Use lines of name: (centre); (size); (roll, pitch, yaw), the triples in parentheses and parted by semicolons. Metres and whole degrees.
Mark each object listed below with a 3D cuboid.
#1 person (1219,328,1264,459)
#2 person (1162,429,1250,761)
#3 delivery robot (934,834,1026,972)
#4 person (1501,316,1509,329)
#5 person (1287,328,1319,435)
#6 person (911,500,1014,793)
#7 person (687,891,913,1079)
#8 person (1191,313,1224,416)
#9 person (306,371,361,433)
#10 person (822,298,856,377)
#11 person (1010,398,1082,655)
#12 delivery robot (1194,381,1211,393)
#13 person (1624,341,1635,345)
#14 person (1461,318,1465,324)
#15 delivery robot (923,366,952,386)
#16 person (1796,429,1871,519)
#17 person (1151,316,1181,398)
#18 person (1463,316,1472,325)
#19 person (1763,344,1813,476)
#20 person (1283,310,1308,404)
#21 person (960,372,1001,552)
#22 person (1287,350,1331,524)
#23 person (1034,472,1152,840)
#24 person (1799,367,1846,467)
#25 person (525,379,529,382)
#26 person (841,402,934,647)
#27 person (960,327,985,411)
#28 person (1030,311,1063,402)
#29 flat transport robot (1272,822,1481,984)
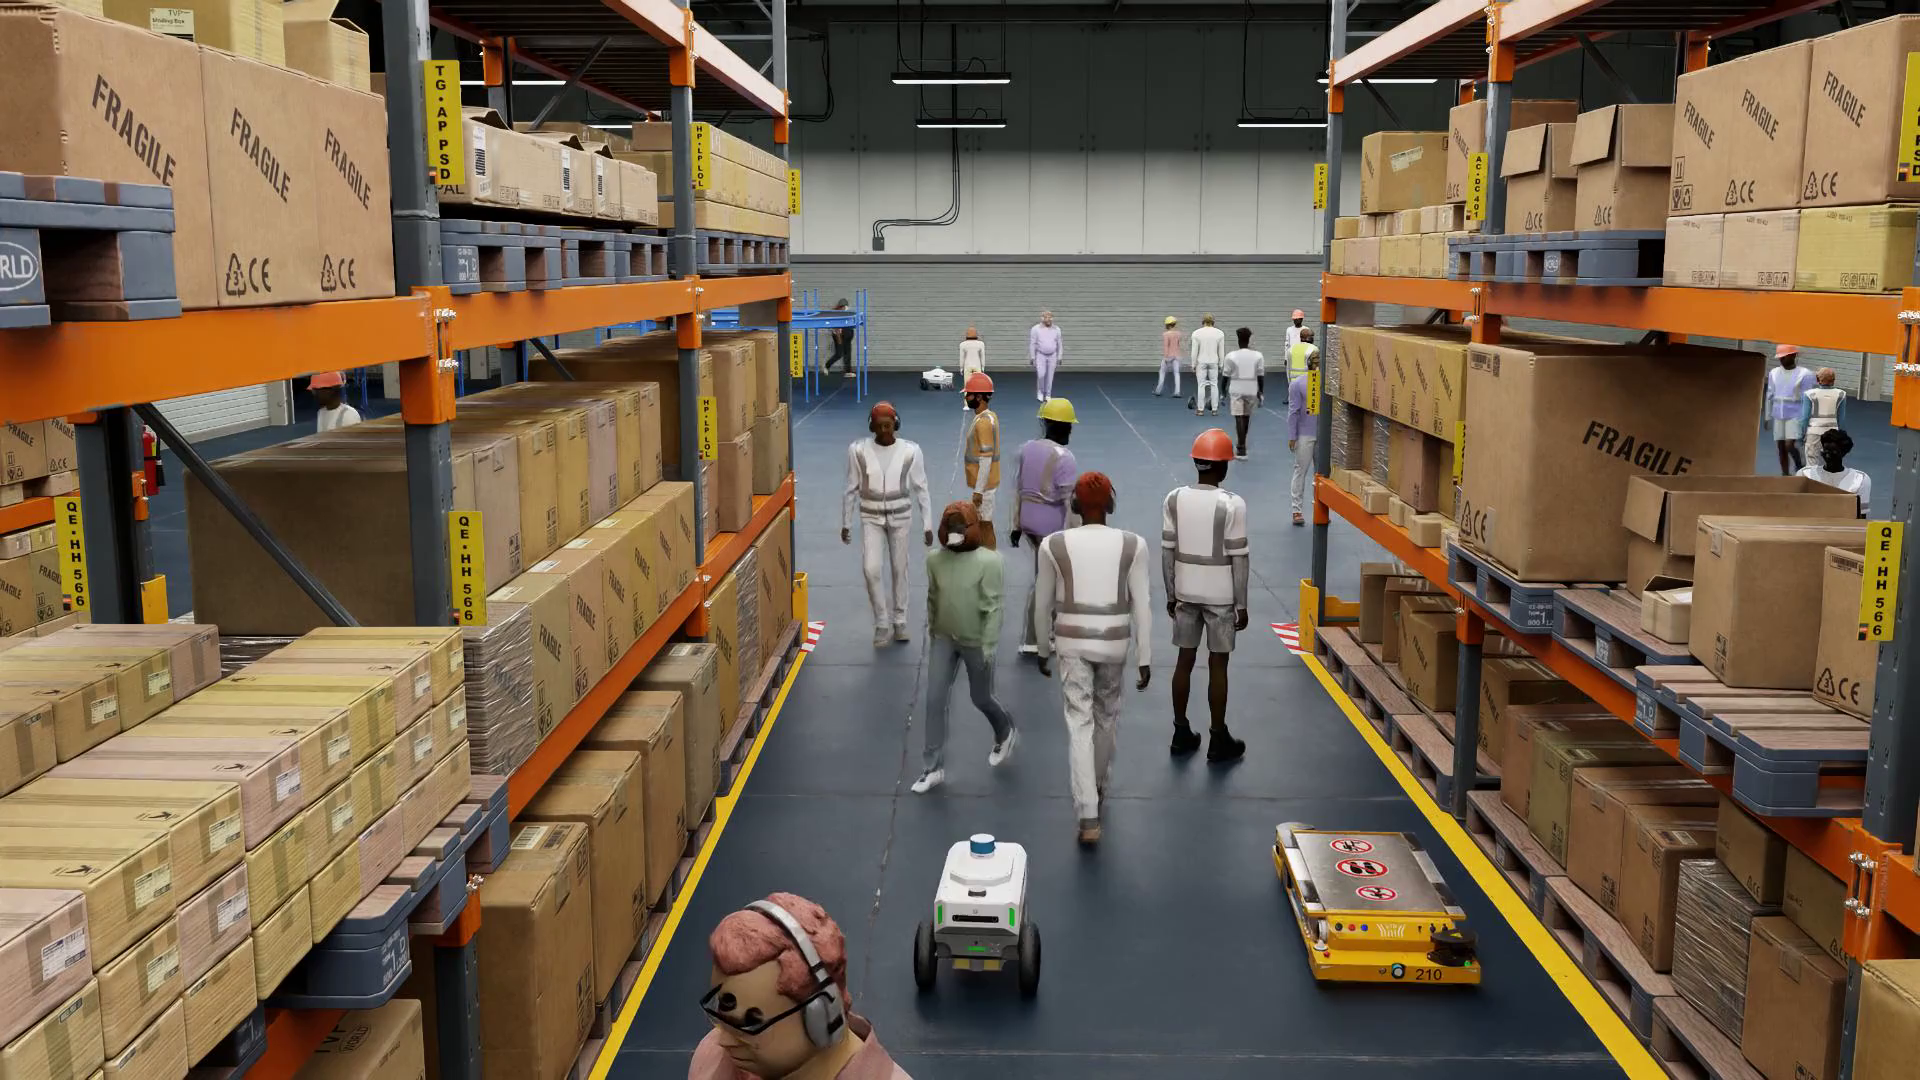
person: (4.180, -2.203, 24.869); (0.631, 1.923, 0.941); (-2, 10, -10)
person: (1.459, 0.312, 9.781); (0.551, 1.936, 0.360); (7, 12, 37)
delivery robot: (0.092, 1.461, 6.883); (0.477, 0.478, 0.707); (1, 10, 5)
person: (12.975, -4.546, 39.796); (0.473, 1.622, 0.531); (8, 12, 39)
person: (5.630, -2.540, 27.163); (0.429, 1.840, 0.627); (-8, 12, -40)
person: (0.045, 0.560, 9.324); (0.501, 1.613, 0.739); (5, 11, 27)
person: (-0.284, 1.501, 2.777); (0.639, 1.902, 0.407); (8, 13, 41)
person: (4.710, -3.341, 31.664); (0.635, 1.937, 0.354); (0, 9, -2)
person: (-5.500, -0.513, 14.527); (0.636, 1.990, 1.021); (7, 12, 37)
person: (-3.058, -5.116, 42.119); (0.767, 2.000, 0.690); (3, 10, 20)
person: (0.709, -0.111, 12.409); (0.670, 1.900, 0.628); (-6, 11, -32)
delivery robot: (4.913, -3.059, 33.178); (0.335, 0.223, 0.698); (6, 12, 34)
person: (10.662, -2.346, 26.569); (0.543, 1.649, 0.886); (0, 9, 1)
person: (11.347, -4.166, 37.410); (0.546, 1.663, 0.689); (6, 11, 34)
delivery robot: (-0.506, -3.723, 37.936); (0.707, 0.478, 0.477); (9, 13, 43)
person: (6.383, 0.020, 12.261); (0.529, 1.694, 0.321); (6, 11, 31)
person: (4.498, -3.959, 35.987); (0.533, 1.735, 0.831); (-6, 11, -34)
person: (8.915, -2.968, 29.374); (0.968, 1.948, 0.659); (9, 13, 42)
person: (10.539, -1.577, 21.198); (0.432, 1.907, 0.551); (-7, 12, -37)
person: (6.907, -3.748, 34.100); (0.543, 1.939, 0.361); (6, 11, 32)
person: (0.175, -0.508, 14.689); (0.361, 1.939, 0.542); (1, 10, 4)
person: (3.951, -1.148, 18.525); (0.627, 1.941, 0.371); (-2, 10, -10)
person: (0.688, 0.571, 8.596); (0.584, 1.836, 1.002); (0, 9, -2)
person: (10.460, -1.276, 20.186); (0.511, 1.641, 0.308); (1, 10, 5)
person: (-3.586, -0.469, 14.527); (0.491, 1.923, 0.635); (-1, 10, -5)
person: (-0.554, -0.120, 12.614); (0.709, 1.849, 0.734); (0, 9, -2)
person: (0.240, -3.362, 32.690); (0.500, 1.636, 0.285); (-1, 10, -5)
person: (1.817, -3.810, 34.602); (0.678, 1.889, 0.464); (-2, 10, -12)
flat transport robot: (1.800, 1.570, 7.357); (0.652, 0.197, 1.431); (1, 9, 3)
